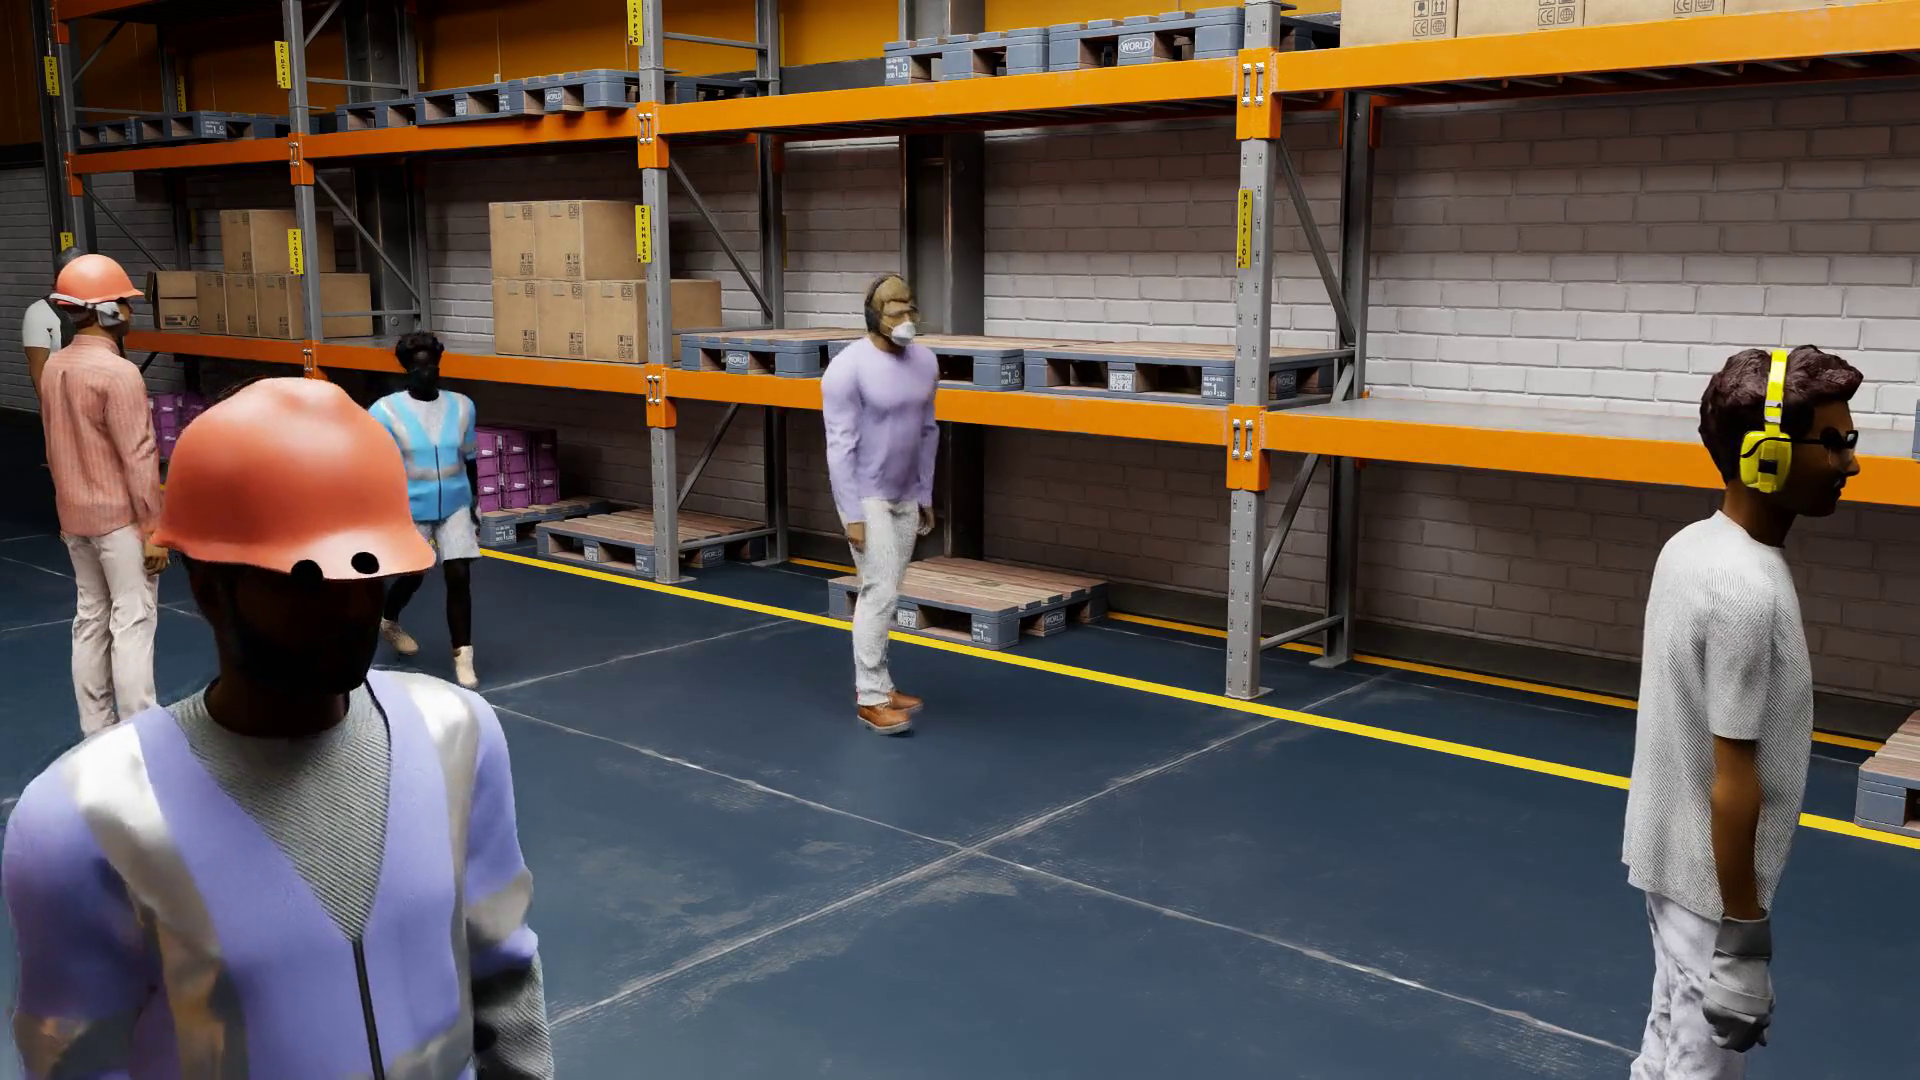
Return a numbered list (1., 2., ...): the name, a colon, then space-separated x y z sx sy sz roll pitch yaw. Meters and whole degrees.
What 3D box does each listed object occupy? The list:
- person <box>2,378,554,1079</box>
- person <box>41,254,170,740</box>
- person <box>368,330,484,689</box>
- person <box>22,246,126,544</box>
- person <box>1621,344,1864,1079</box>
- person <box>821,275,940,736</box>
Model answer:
1. person: -0.704 0.763 1.857 0.894 1.903 0.557 8 13 39
2. person: -3.234 -0.080 6.362 0.612 1.997 0.375 6 12 33
3. person: -2.525 -0.163 7.787 0.562 1.660 0.745 -7 12 -36
4. person: -6.005 -1.000 11.476 0.537 2.000 0.689 6 12 32
5. person: 1.291 0.604 2.833 0.309 1.868 0.535 3 10 15
6. person: -0.303 -0.146 6.999 0.557 1.915 0.628 7 12 36
